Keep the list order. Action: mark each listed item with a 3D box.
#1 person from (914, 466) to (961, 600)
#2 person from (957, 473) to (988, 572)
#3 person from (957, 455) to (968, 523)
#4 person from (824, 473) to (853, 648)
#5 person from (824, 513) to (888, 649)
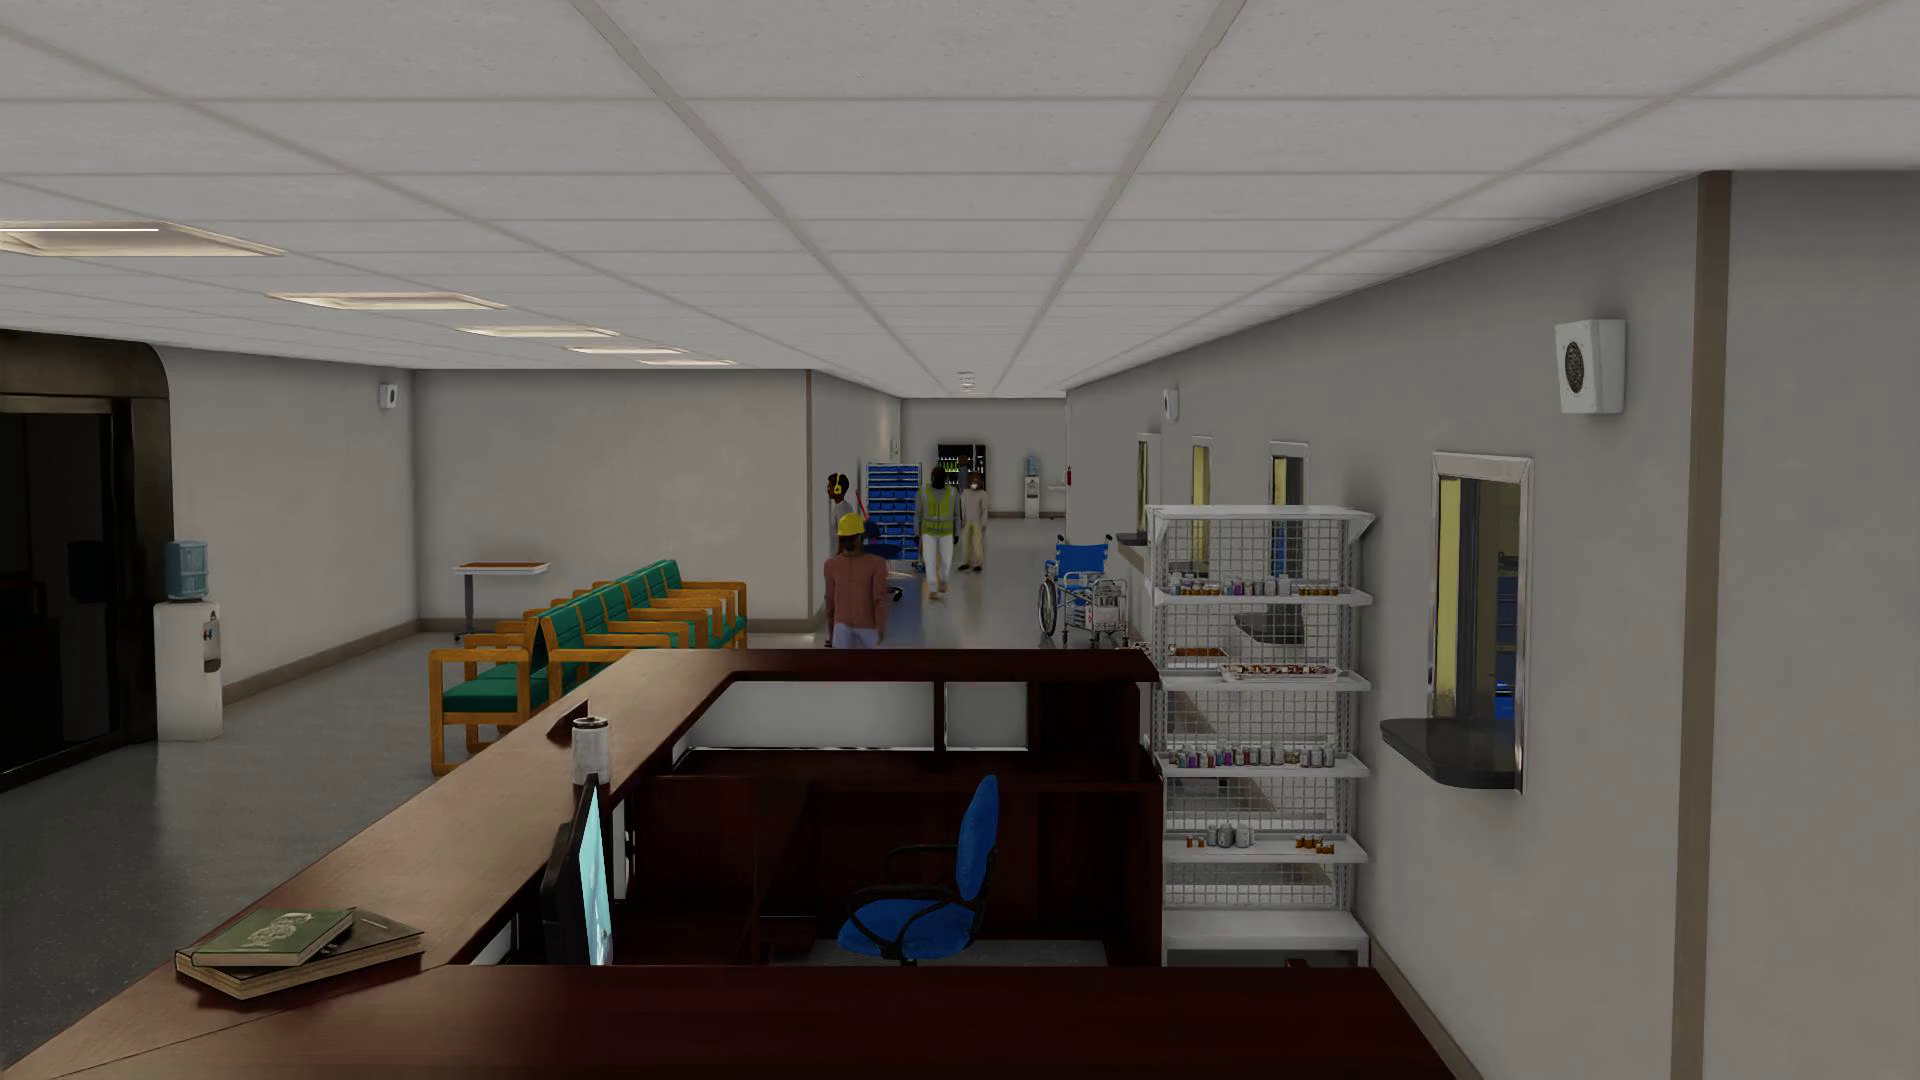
[{"bbox_3d":[-0.315,-0.102,22.638,0.642,1.827,0.546,0,4,-6],"label":"person"},{"bbox_3d":[0.234,-0.279,26.558,0.550,1.601,0.386,3,5,40],"label":"person"},{"bbox_3d":[0.056,-1.200,39.322,0.280,1.636,0.502,0,4,0],"label":"person"},{"bbox_3d":[-1.293,0.221,17.764,0.326,1.871,0.520,0,4,0],"label":"person"},{"bbox_3d":[-0.795,0.647,12.796,0.523,1.726,0.898,1,4,9],"label":"person"}]
